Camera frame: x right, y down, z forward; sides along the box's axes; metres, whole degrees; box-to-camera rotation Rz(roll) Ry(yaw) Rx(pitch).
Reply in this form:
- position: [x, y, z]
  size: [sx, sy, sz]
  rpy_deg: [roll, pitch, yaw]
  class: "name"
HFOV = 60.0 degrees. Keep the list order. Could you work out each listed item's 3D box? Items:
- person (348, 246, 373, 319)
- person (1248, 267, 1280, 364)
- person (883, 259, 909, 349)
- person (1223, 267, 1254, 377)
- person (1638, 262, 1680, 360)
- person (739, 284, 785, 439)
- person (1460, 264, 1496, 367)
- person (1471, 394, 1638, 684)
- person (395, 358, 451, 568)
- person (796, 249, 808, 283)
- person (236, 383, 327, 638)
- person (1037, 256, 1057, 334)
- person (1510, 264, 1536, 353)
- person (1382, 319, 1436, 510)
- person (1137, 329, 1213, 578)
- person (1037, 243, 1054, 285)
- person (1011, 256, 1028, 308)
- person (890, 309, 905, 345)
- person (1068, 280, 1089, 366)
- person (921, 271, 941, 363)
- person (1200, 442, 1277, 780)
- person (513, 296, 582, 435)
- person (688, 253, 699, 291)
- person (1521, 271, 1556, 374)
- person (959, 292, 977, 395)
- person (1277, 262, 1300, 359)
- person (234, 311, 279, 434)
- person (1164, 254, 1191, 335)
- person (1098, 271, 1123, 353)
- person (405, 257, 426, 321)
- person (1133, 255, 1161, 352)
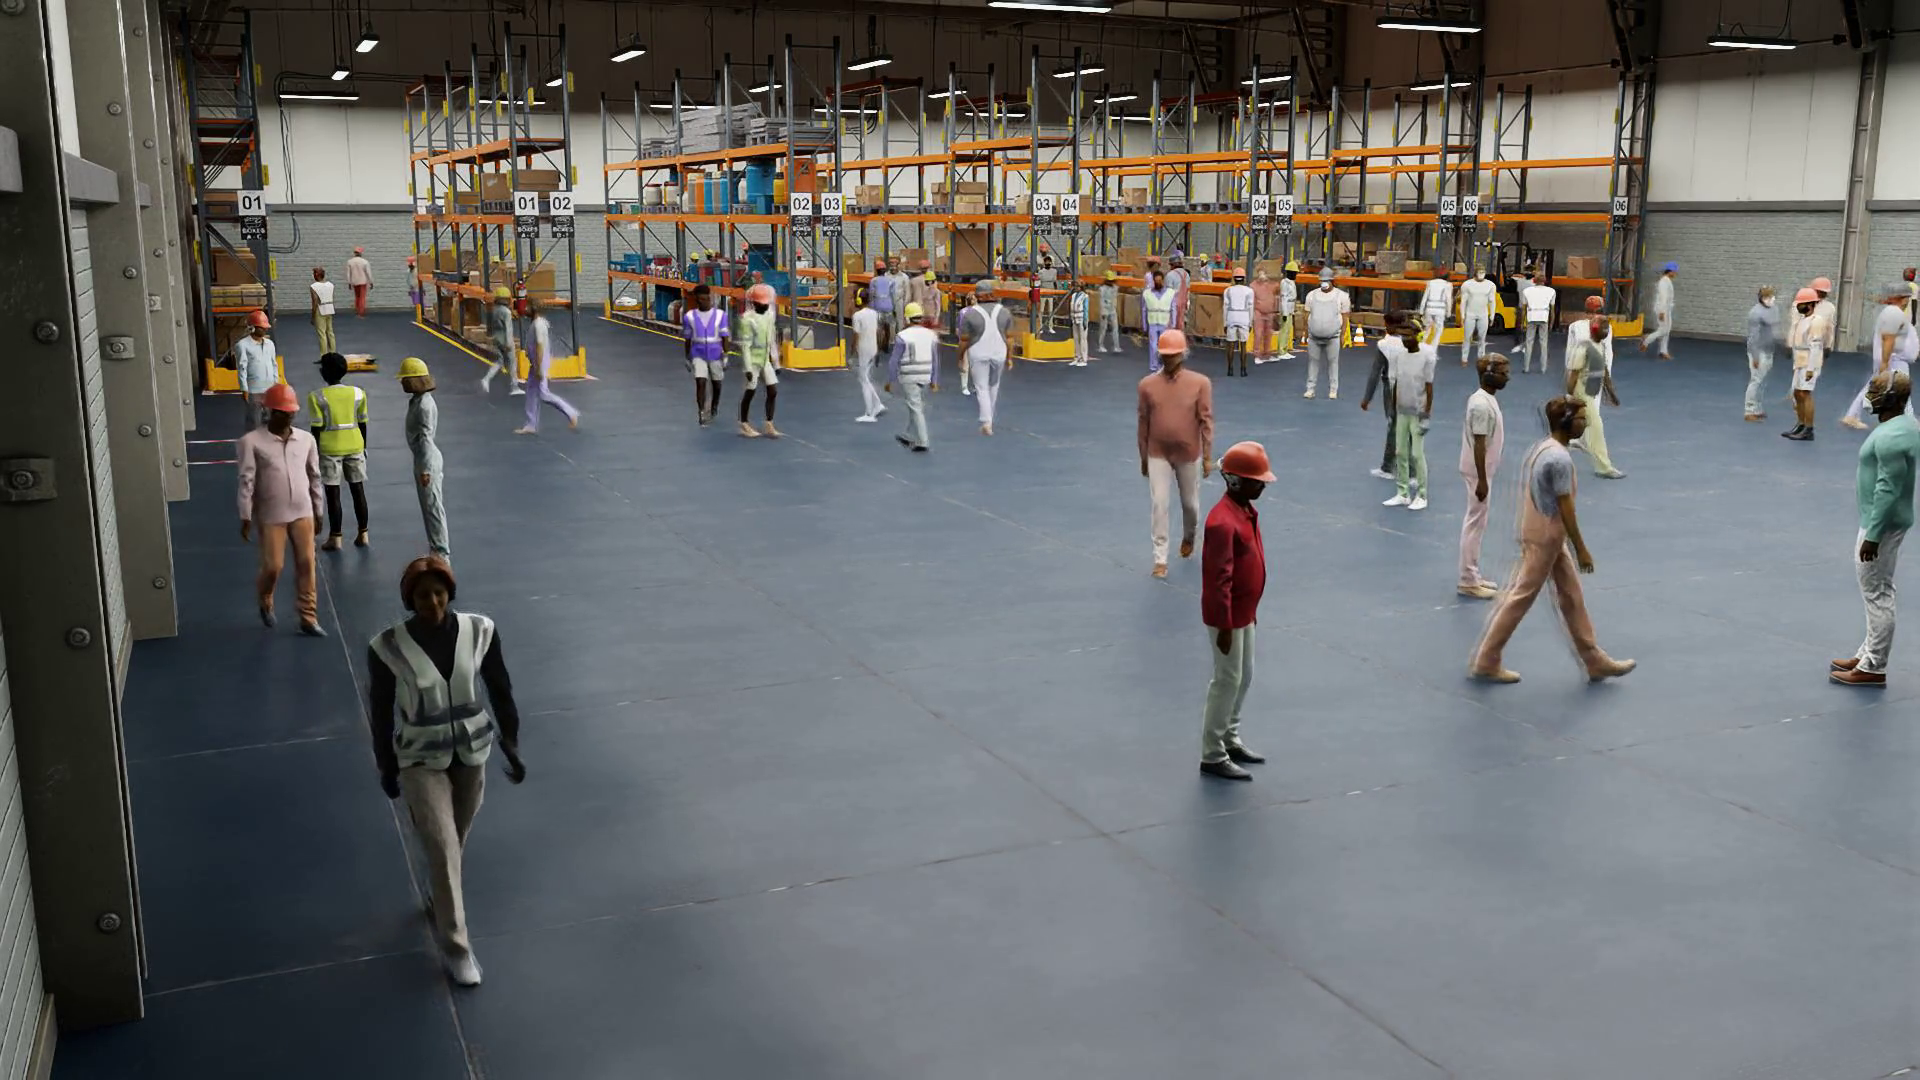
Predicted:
- position: [-16.440, -7.068, 45.710]
  size: [0.659, 1.960, 0.635]
  rpy_deg: [2, 11, 8]
  class: "person"
- position: [5.799, -4.285, 31.764]
  size: [0.750, 1.864, 0.480]
  rpy_deg: [-5, 12, -24]
  class: "person"
- position: [-1.403, -4.998, 35.287]
  size: [0.639, 1.904, 0.409]
  rpy_deg: [2, 11, 12]
  class: "person"
- position: [4.919, -3.847, 29.408]
  size: [0.542, 1.920, 0.418]
  rpy_deg: [3, 12, 16]
  class: "person"
- position: [13.759, -4.492, 32.651]
  size: [0.589, 1.926, 0.616]
  rpy_deg: [8, 14, 35]
  class: "person"
- position: [-2.555, -2.257, 21.129]
  size: [0.787, 1.986, 0.637]
  rpy_deg: [8, 14, 35]
  class: "person"
- position: [9.668, -4.175, 31.066]
  size: [0.645, 1.927, 0.389]
  rpy_deg: [2, 11, 10]
  class: "person"
- position: [3.626, 0.017, 10.091]
  size: [0.984, 1.794, 0.516]
  rpy_deg: [3, 12, 16]
  class: "person"
- position: [-4.311, -0.592, 13.325]
  size: [0.323, 1.737, 0.486]
  rpy_deg: [-5, 12, -24]
  class: "person"
- position: [-5.047, -8.278, 52.372]
  size: [0.575, 1.739, 0.348]
  rpy_deg: [-3, 11, -13]
  class: "person"
- position: [-4.610, -0.202, 11.320]
  size: [0.597, 1.736, 0.597]
  rpy_deg: [10, 15, 42]
  class: "person"
- position: [2.088, -5.873, 39.855]
  size: [0.504, 1.861, 0.329]
  rpy_deg: [-2, 11, -12]
  class: "person"
- position: [11.655, -4.767, 34.298]
  size: [0.520, 1.828, 0.677]
  rpy_deg: [8, 14, 37]
  class: "person"
- position: [4.395, -1.222, 16.219]
  size: [0.328, 1.860, 0.514]
  rpy_deg: [-8, 14, -35]
  class: "person"
- position: [1.734, -0.719, 13.369]
  size: [0.616, 1.975, 0.797]
  rpy_deg: [3, 11, 14]
  class: "person"
- position: [2.395, -7.479, 47.558]
  size: [0.641, 2.023, 0.438]
  rpy_deg: [0, 11, -2]
  class: "person"
- position: [1.770, -7.679, 49.718]
  size: [0.535, 1.596, 0.622]
  rpy_deg: [5, 12, 26]
  class: "person"
- position: [-1.403, -5.082, 36.388]
  size: [0.513, 1.638, 0.313]
  rpy_deg: [-5, 12, -22]
  class: "person"
- position: [2.259, -4.089, 31.360]
  size: [0.313, 1.631, 0.510]
  rpy_deg: [-6, 13, -29]
  class: "person"
- position: [-0.574, -4.265, 31.905]
  size: [0.308, 1.769, 0.525]
  rpy_deg: [-9, 14, -37]
  class: "person"
- position: [1.419, 0.357, 8.493]
  size: [0.354, 1.737, 0.574]
  rpy_deg: [5, 12, 23]
  class: "person"
- position: [-5.397, -2.263, 21.616]
  size: [0.821, 1.820, 0.512]
  rpy_deg: [-4, 12, -18]
  class: "person"
- position: [-7.489, -7.221, 46.959]
  size: [0.340, 1.757, 0.518]
  rpy_deg: [8, 14, 36]
  class: "person"
- position: [10.395, -3.911, 29.939]
  size: [0.561, 1.836, 0.394]
  rpy_deg: [3, 11, 14]
  class: "person"
- position: [0.203, -3.127, 26.443]
  size: [0.516, 1.641, 0.308]
  rpy_deg: [-8, 14, -36]
  class: "person"
- position: [6.503, -4.535, 32.906]
  size: [0.400, 1.919, 0.582]
  rpy_deg: [5, 12, 25]
  class: "person"
- position: [-8.145, -1.788, 19.378]
  size: [0.351, 1.743, 0.564]
  rpy_deg: [5, 12, 23]
  class: "person"
- position: [4.468, -4.957, 34.721]
  size: [0.685, 2.000, 0.535]
  rpy_deg: [-10, 15, -43]
  class: "person"
- position: [3.097, -4.689, 34.251]
  size: [0.533, 1.672, 0.874]
  rpy_deg: [-6, 13, -30]
  class: "person"
- position: [-14.460, -6.652, 44.146]
  size: [0.581, 1.718, 0.473]
  rpy_deg: [6, 13, 29]
  class: "person"
- position: [3.992, -4.936, 34.701]
  size: [0.672, 2.002, 0.664]
  rpy_deg: [3, 11, 13]
  class: "person"
